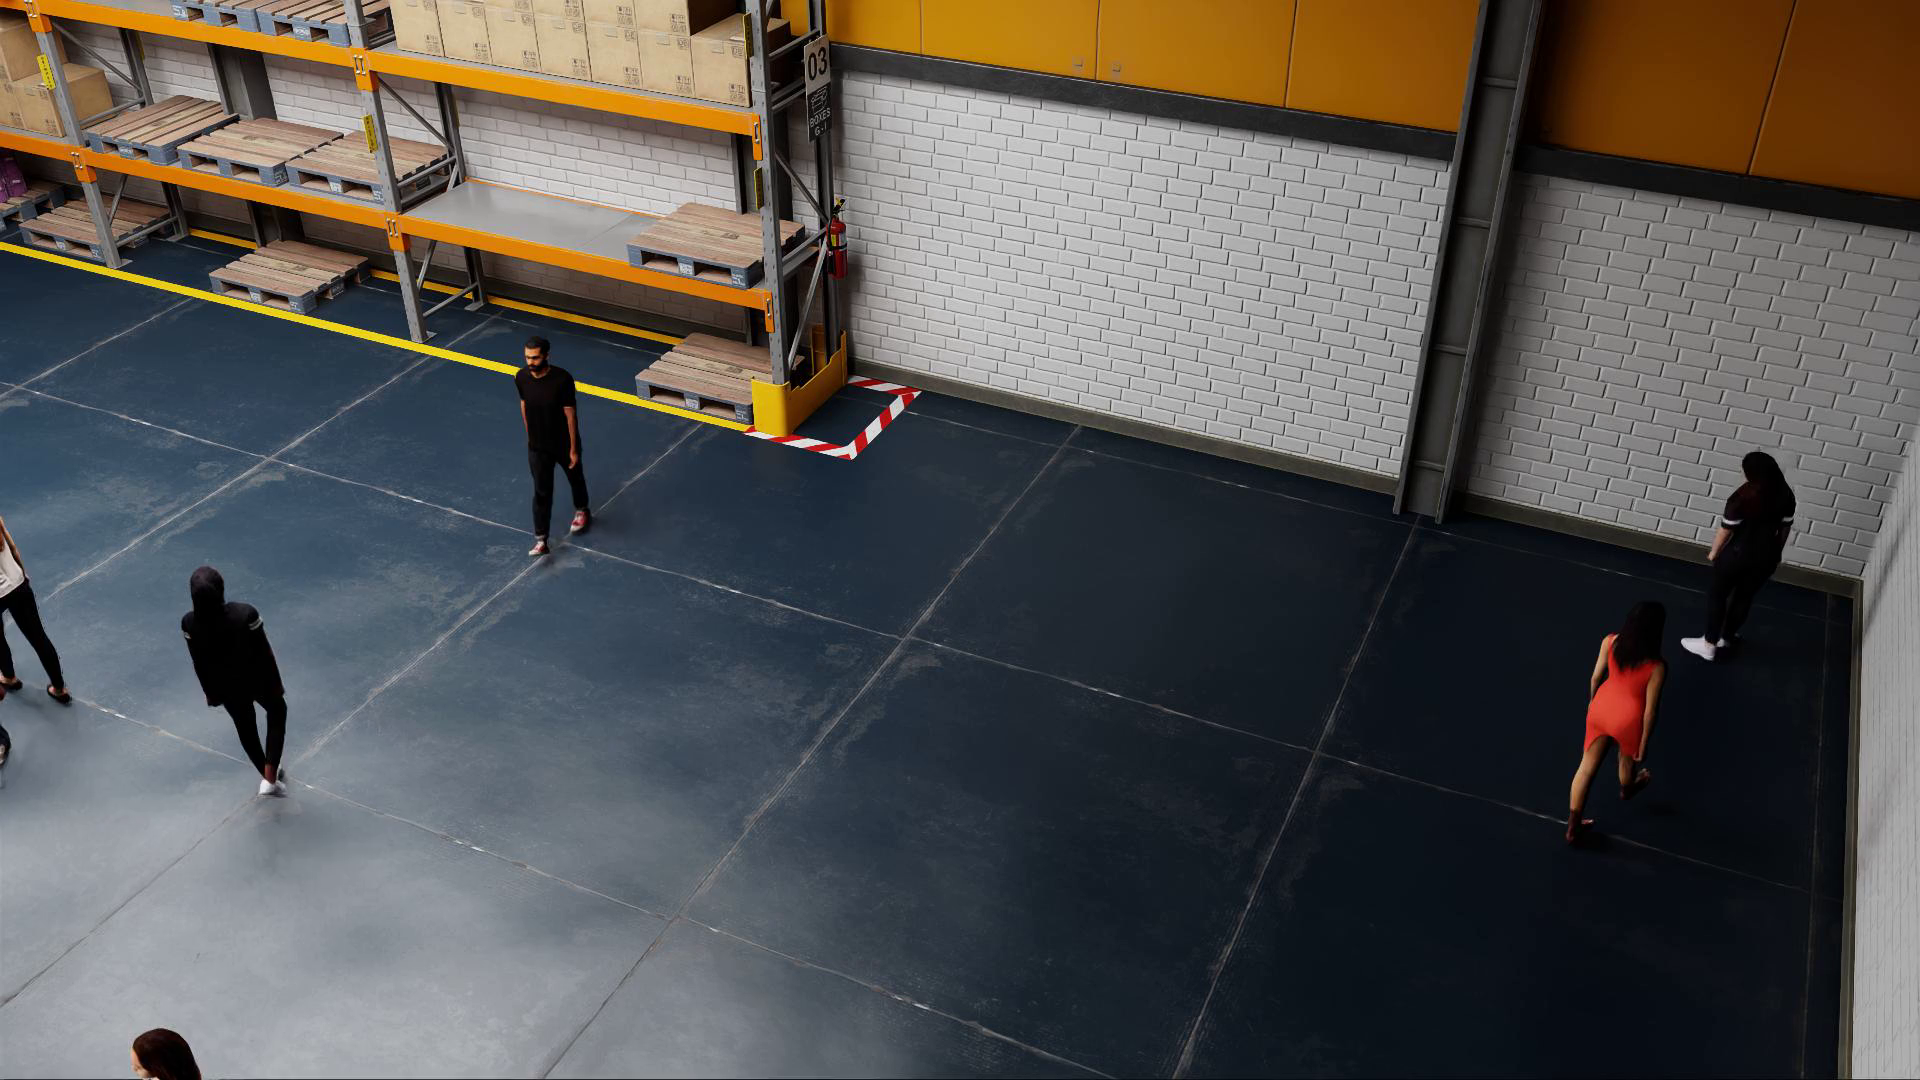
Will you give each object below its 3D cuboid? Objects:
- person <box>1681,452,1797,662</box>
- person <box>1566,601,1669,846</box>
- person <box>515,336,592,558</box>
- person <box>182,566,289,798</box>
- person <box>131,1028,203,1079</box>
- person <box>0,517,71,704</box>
[{"bbox_3d":[5.415,0.106,11.386,0.661,1.615,0.800,12,35,17],"label":"person"},{"bbox_3d":[3.827,1.116,9.800,0.911,1.689,1.046,-29,43,-36],"label":"person"},{"bbox_3d":[-3.037,-0.778,12.621,1.112,1.719,0.936,3,34,4],"label":"person"},{"bbox_3d":[-4.348,0.920,10.064,0.881,1.722,0.914,-6,34,-9],"label":"person"},{"bbox_3d":[-3.409,2.729,7.582,0.891,1.458,0.912,-23,40,-30],"label":"person"},{"bbox_3d":[-6.228,0.393,10.884,0.934,1.692,0.729,23,40,30],"label":"person"}]
